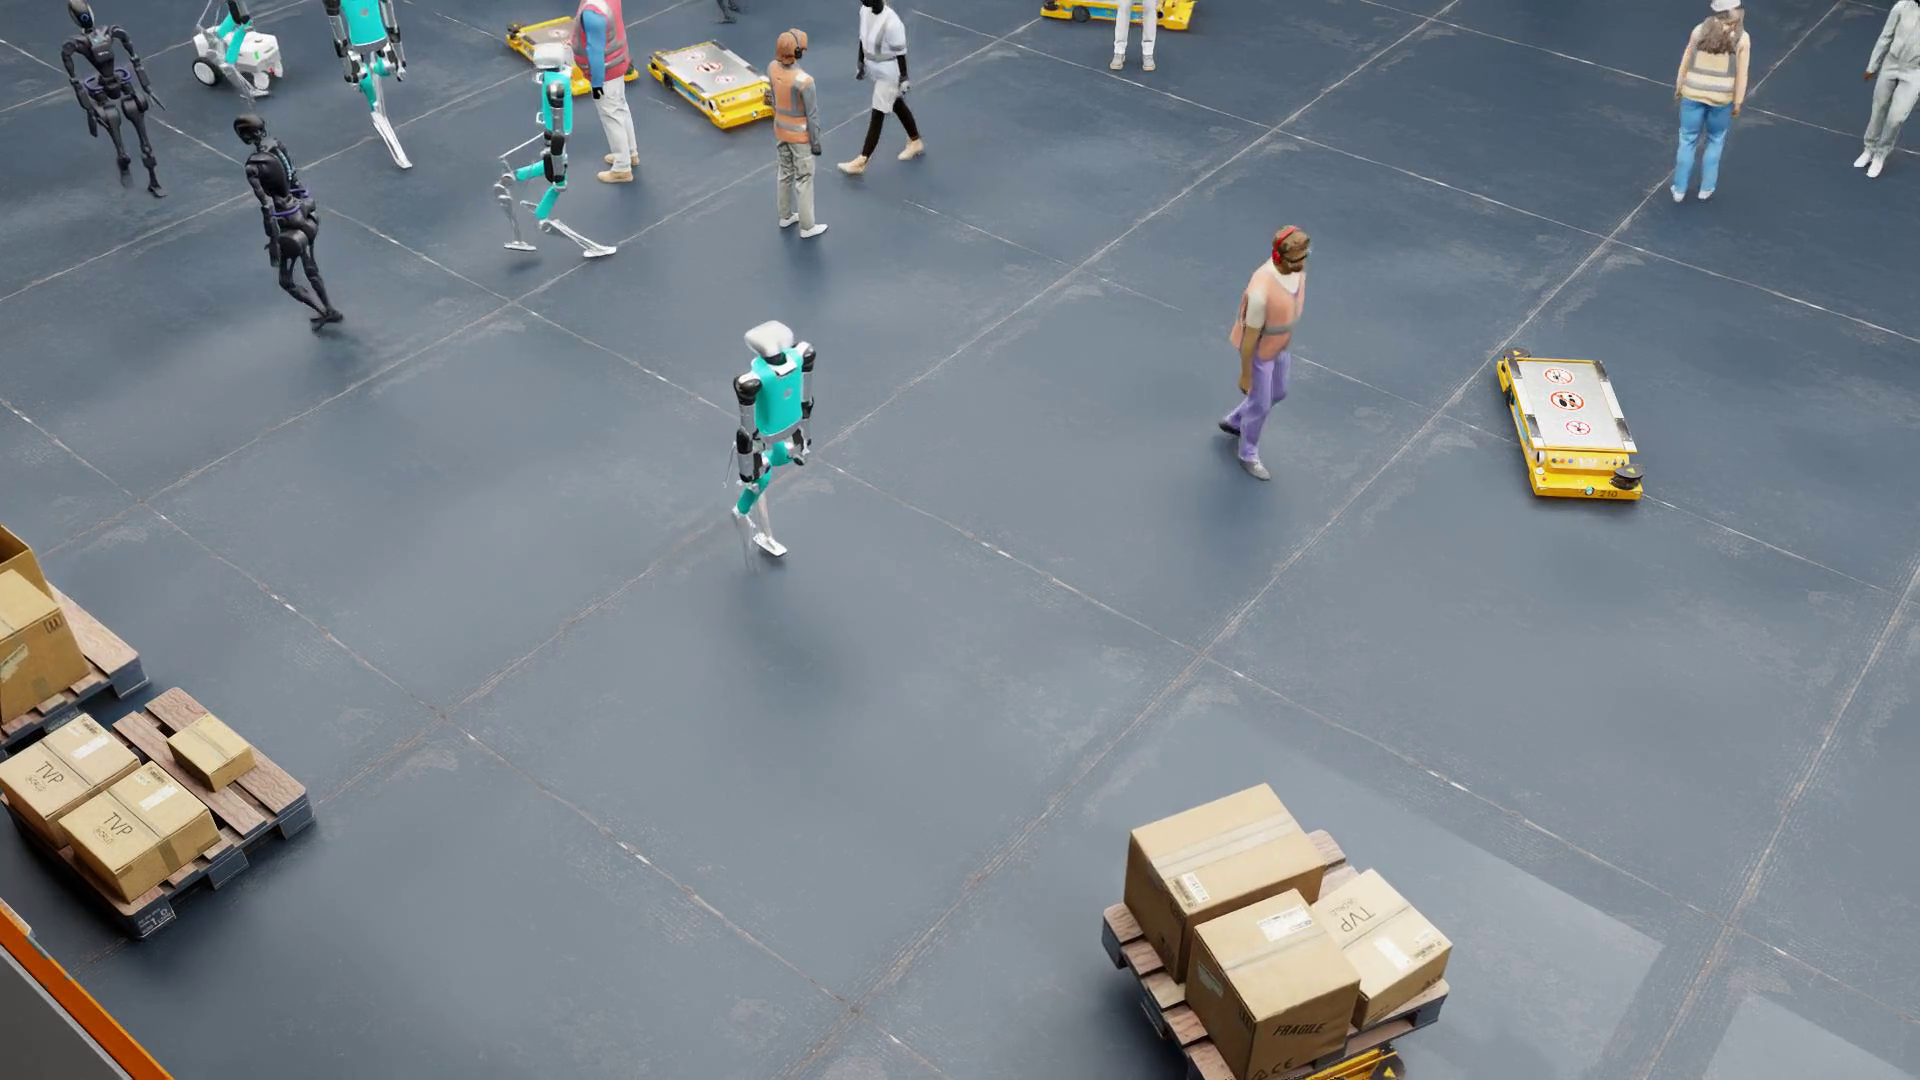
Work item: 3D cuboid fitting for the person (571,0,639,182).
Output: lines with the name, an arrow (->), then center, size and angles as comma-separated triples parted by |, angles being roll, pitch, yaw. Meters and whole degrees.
person -> -2.860, -3.770, 13.311 | 0.431, 1.836, 0.629 | 0, 40, 0

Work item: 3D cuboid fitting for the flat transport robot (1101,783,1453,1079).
flat transport robot -> 1.389, 2.067, 7.647 | 0.659, 0.231, 1.431 | -16, 43, -18

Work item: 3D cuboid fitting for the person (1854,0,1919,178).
person -> 7.566, -3.759, 13.374 | 0.506, 1.722, 0.546 | 32, 50, 32

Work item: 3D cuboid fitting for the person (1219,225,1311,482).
person -> 1.866, -1.190, 10.293 | 0.511, 1.813, 0.608 | 27, 47, 28

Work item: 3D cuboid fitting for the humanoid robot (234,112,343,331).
humanoid robot -> -4.671, -2.223, 11.607 | 0.366, 1.635, 0.609 | 3, 40, 3

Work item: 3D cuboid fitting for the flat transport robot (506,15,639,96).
flat transport robot -> -3.601, -4.509, 15.383 | 0.659, 0.231, 1.431 | -25, 46, -27

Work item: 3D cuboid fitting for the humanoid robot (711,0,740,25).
humanoid robot -> -2.313, -5.748, 15.773 | 0.440, 1.646, 0.608 | 12, 42, 14

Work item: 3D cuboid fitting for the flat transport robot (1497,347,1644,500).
flat transport robot -> 4.017, -0.785, 11.001 | 0.659, 0.231, 1.431 | 3, 40, 3

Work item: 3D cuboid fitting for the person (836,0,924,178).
person -> -0.665, -3.774, 13.444 | 0.894, 1.635, 0.545 | -21, 45, -23

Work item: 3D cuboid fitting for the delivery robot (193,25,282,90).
delivery robot -> -6.532, -4.401, 15.032 | 0.764, 0.593, 0.505 | 13, 42, 15

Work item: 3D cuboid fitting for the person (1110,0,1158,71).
person -> 1.620, -5.136, 14.873 | 0.582, 1.883, 0.346 | 3, 40, 3

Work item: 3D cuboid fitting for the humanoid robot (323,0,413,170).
humanoid robot -> -4.877, -3.946, 13.622 | 0.539, 1.763, 1.034 | -24, 46, -26

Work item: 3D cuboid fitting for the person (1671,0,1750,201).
person -> 5.878, -3.503, 13.094 | 0.525, 1.698, 0.402 | 20, 44, 22

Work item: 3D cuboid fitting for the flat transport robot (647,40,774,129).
flat transport robot -> -2.194, -4.105, 14.907 | 0.659, 0.231, 1.431 | -24, 46, -26

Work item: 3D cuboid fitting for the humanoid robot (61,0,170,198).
humanoid robot -> -6.623, -3.474, 13.077 | 0.376, 1.652, 0.595 | 33, 50, 33

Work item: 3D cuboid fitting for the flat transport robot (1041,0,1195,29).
flat transport robot -> 1.555, -5.271, 16.278 | 1.431, 0.231, 0.659 | 9, 41, 10

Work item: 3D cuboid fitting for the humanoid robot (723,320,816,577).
humanoid robot -> -1.188, -0.523, 9.628 | 0.761, 1.866, 0.534 | 31, 49, 31

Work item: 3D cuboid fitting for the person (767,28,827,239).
person -> -1.249, -3.082, 12.652 | 0.314, 1.629, 0.507 | -30, 49, -31

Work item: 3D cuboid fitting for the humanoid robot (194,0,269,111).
humanoid robot -> -6.368, -4.527, 14.319 | 0.674, 1.867, 0.539 | -17, 43, -19

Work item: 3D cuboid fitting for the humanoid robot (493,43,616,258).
humanoid robot -> -3.163, -2.784, 12.262 | 1.037, 1.764, 0.544 | -6, 41, -7
